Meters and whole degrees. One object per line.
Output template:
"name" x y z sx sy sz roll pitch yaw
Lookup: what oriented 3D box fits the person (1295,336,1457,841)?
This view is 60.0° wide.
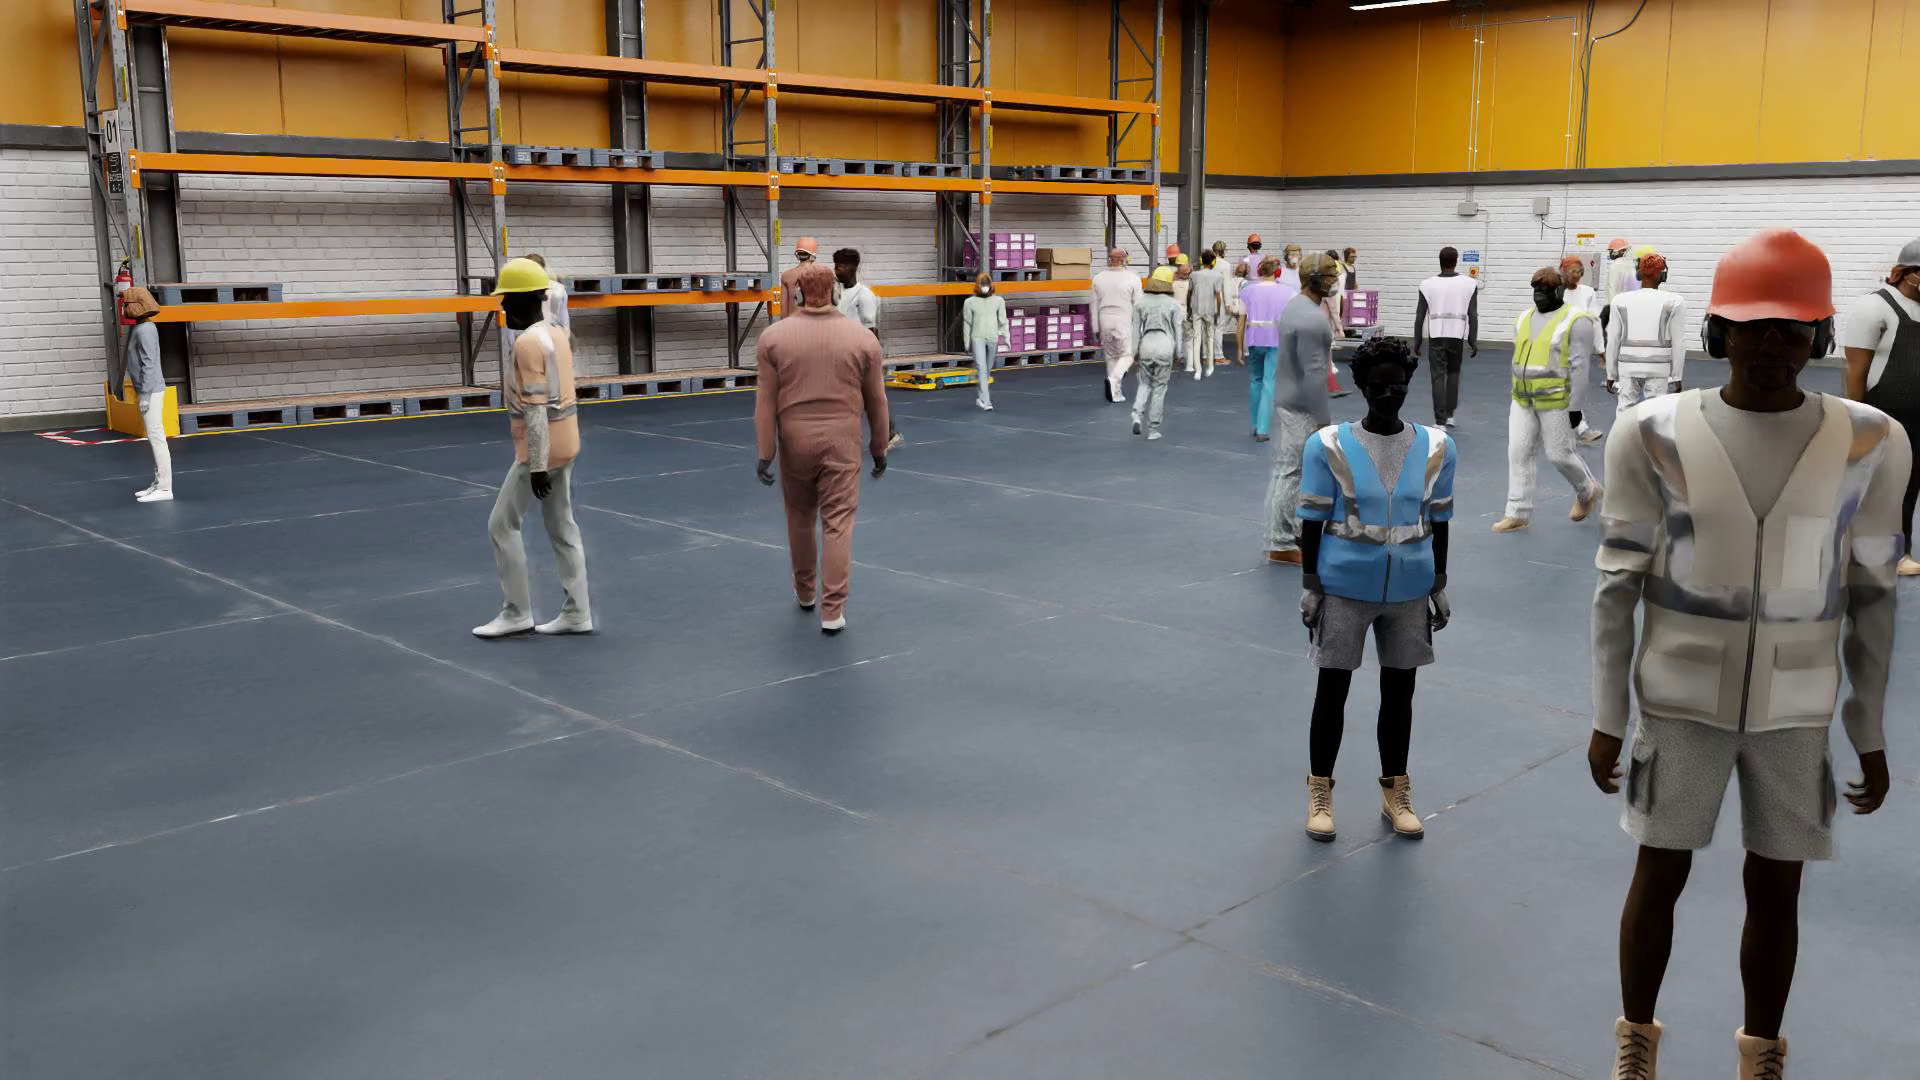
"person" 1.385 0.168 5.568 0.539 1.696 0.317 0 10 -2

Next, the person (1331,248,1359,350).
"person" 6.848 -4.215 29.181 0.935 1.788 0.659 9 14 40

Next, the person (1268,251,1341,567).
"person" 2.151 -0.778 10.100 0.568 1.920 0.663 1 10 5

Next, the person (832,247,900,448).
"person" -0.966 -1.726 15.291 0.996 1.924 0.619 -6 12 -31

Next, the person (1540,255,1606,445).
"person" 5.956 -1.855 16.240 0.584 1.825 1.042 -4 11 -22

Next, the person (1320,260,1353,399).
"person" 4.498 -2.558 20.378 0.812 1.720 0.526 -1 10 -7

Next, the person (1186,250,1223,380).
"person" 3.457 -3.192 23.587 0.532 1.809 1.002 3 11 14

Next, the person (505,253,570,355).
"person" -4.234 -1.945 16.703 0.624 1.841 0.430 -3 11 -17

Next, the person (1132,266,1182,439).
"person" 1.963 -1.857 16.551 0.493 1.721 0.365 4 11 22

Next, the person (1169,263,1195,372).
"person" 3.252 -3.265 24.523 0.523 1.614 0.731 6 12 29

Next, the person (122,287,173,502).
"person" -6.224 -1.113 12.723 0.281 1.633 0.500 -5 12 -26

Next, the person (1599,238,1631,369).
"person" 9.845 -3.547 25.057 0.463 1.973 0.644 10 14 42

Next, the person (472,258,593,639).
"person" -2.192 -0.443 8.316 0.713 1.900 0.625 0 10 3

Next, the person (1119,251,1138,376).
"person" 2.299 -3.266 23.950 0.538 1.817 0.972 1 10 7

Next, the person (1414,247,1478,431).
"person" 5.070 -2.109 17.420 0.631 1.895 0.692 1 10 7

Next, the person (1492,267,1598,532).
"person" 4.064 -0.960 11.406 0.795 1.819 0.632 -6 12 -31

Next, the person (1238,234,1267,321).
"person" 5.214 -4.417 29.624 0.608 2.044 0.370 -3 11 -15

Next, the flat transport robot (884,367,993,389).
"flat transport robot" -0.276 -2.169 22.200 0.652 0.197 1.431 10 14 42

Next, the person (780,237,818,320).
"person" -1.766 -2.483 19.208 0.613 1.995 0.391 3 11 16

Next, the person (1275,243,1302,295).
"person" 4.184 -2.793 21.097 0.646 1.918 0.493 0 10 1

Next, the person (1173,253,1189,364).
"person" 3.472 -3.649 26.274 0.558 1.737 0.411 3 11 16

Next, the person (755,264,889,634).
"person" -0.711 -0.495 8.701 0.681 1.863 0.923 0 10 -3

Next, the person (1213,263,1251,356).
"person" 4.505 -3.823 27.677 0.949 1.576 0.532 -7 12 -32

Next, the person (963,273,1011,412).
"person" 0.301 -2.297 19.296 0.516 1.583 0.856 -3 11 -17

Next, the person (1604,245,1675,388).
"person" 8.991 -2.909 21.820 0.976 1.878 0.615 7 12 32

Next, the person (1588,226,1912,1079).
"person" 1.693 0.351 3.630 0.614 2.040 0.381 3 11 17

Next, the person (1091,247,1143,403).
"person" 1.872 -2.561 19.922 0.657 1.886 0.721 6 12 28

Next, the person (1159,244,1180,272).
"person" 3.465 -3.944 27.526 0.623 1.873 0.959 4 11 19

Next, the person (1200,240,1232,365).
"person" 4.019 -3.721 26.114 0.354 1.937 0.635 -7 12 -33

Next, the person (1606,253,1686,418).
"person" 5.380 -1.301 13.071 0.583 1.882 0.350 7 12 33

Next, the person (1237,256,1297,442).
"person" 3.077 -1.907 16.555 0.563 1.811 0.842 5 11 25

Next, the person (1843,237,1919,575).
"person" 5.610 -0.801 9.913 0.711 2.000 0.586 -3 11 -17

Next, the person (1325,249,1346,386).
"person" 4.829 -2.878 21.782 0.534 1.838 0.523 -4 11 -21
